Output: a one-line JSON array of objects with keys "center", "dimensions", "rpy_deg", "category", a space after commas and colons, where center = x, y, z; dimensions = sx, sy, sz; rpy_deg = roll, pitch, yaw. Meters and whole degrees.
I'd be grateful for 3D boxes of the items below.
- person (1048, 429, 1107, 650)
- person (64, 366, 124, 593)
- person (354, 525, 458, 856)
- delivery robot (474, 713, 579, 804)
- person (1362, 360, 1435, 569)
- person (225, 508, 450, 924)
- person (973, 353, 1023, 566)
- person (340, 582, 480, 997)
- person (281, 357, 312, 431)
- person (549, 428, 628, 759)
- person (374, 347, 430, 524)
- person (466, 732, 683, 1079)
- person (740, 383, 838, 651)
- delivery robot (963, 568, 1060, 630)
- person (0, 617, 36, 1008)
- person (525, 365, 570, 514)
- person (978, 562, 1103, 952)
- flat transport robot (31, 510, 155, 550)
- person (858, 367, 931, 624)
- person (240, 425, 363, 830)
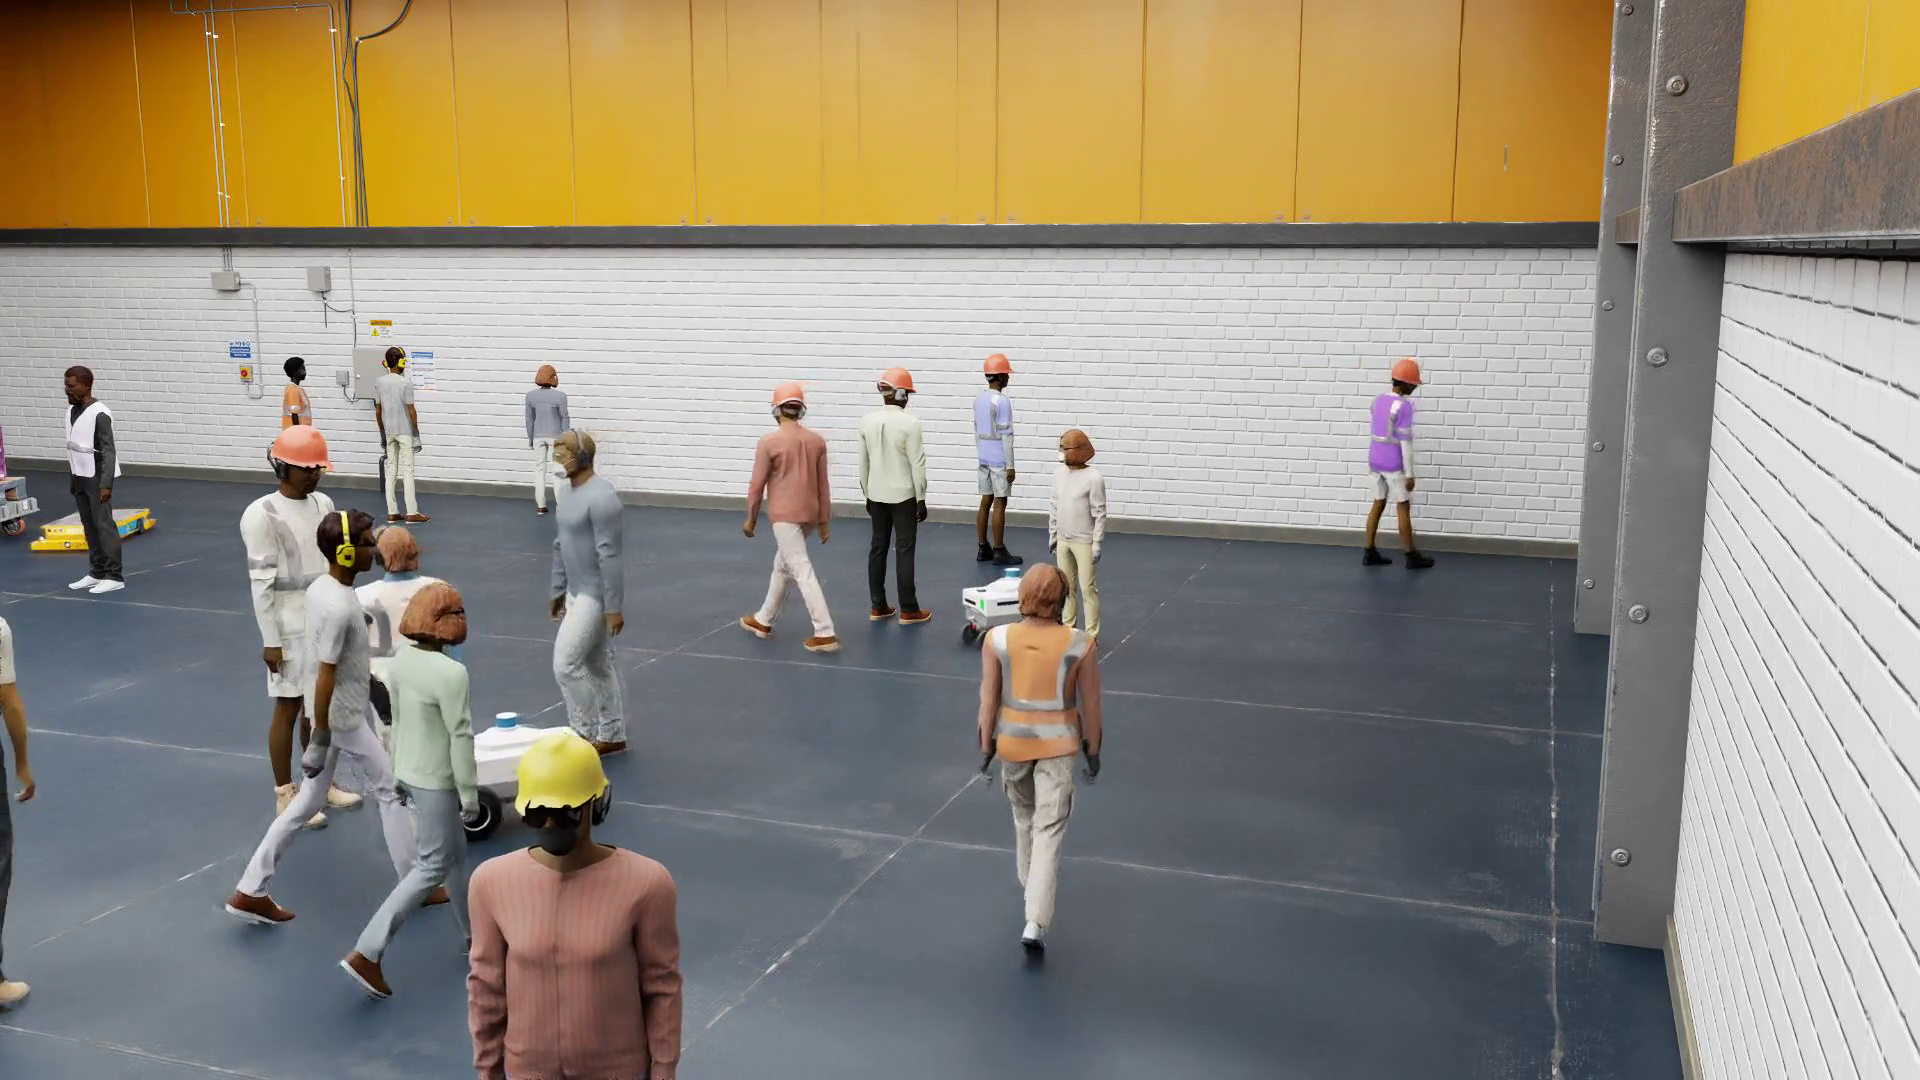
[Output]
[{"center": [0.818, 0.023, 11.837], "dimensions": [0.280, 1.631, 0.507], "rpy_deg": [-9, 13, -40], "category": "person"}, {"center": [-7.345, -0.517, 14.080], "dimensions": [0.596, 1.916, 0.380], "rpy_deg": [7, 12, 36], "category": "person"}, {"center": [-2.743, 0.713, 8.025], "dimensions": [0.856, 1.594, 0.515], "rpy_deg": [10, 14, 43], "category": "person"}, {"center": [-2.288, 1.119, 8.435], "dimensions": [0.707, 0.478, 0.477], "rpy_deg": [-5, 11, -28], "category": "delivery robot"}, {"center": [3.990, -0.681, 15.096], "dimensions": [0.563, 1.898, 0.550], "rpy_deg": [-4, 11, -21], "category": "person"}, {"center": [-2.701, 0.766, 7.150], "dimensions": [0.985, 1.826, 0.504], "rpy_deg": [-6, 12, -32], "category": "person"}, {"center": [0.340, -0.737, 15.250], "dimensions": [0.350, 1.942, 0.545], "rpy_deg": [-6, 12, -31], "category": "person"}, {"center": [-2.136, 0.962, 6.619], "dimensions": [0.772, 1.603, 0.504], "rpy_deg": [-9, 14, -42], "category": "person"}, {"center": [-7.347, -1.182, 18.443], "dimensions": [0.322, 1.696, 0.536], "rpy_deg": [-3, 11, -19], "category": "person"}, {"center": [-2.167, 0.336, 9.272], "dimensions": [0.678, 1.914, 0.650], "rpy_deg": [-6, 12, -30], "category": "person"}, {"center": [-5.892, -1.100, 17.519], "dimensions": [0.508, 1.864, 0.329], "rpy_deg": [3, 11, 19], "category": "person"}, {"center": [-0.950, 1.326, 4.127], "dimensions": [0.527, 1.768, 0.331], "rpy_deg": [0, 10, -1], "category": "person"}, {"center": [-1.238, -0.171, 12.114], "dimensions": [1.048, 1.929, 0.598], "rpy_deg": [8, 13, 38], "category": "person"}, {"center": [0.384, 0.449, 12.208], "dimensions": [0.707, 0.478, 0.477], "rpy_deg": [-5, 11, -26], "category": "delivery robot"}, {"center": [-3.882, 0.896, 6.402], "dimensions": [0.549, 1.822, 0.613], "rpy_deg": [-3, 11, -17], "category": "person"}, {"center": [-4.469, -1.087, 18.083], "dimensions": [0.500, 1.634, 0.286], "rpy_deg": [2, 10, 13], "category": "person"}, {"center": [0.330, 0.895, 7.038], "dimensions": [0.523, 1.596, 0.845], "rpy_deg": [3, 10, 15], "category": "person"}, {"center": [-8.569, -0.120, 16.480], "dimensions": [0.652, 0.197, 1.431], "rpy_deg": [-1, 10, -7], "category": "flat transport robot"}, {"center": [-0.499, -0.341, 12.895], "dimensions": [0.610, 1.985, 0.393], "rpy_deg": [7, 12, 34], "category": "person"}, {"center": [-3.308, 0.429, 8.424], "dimensions": [0.388, 2.034, 0.605], "rpy_deg": [3, 10, 15], "category": "person"}]
